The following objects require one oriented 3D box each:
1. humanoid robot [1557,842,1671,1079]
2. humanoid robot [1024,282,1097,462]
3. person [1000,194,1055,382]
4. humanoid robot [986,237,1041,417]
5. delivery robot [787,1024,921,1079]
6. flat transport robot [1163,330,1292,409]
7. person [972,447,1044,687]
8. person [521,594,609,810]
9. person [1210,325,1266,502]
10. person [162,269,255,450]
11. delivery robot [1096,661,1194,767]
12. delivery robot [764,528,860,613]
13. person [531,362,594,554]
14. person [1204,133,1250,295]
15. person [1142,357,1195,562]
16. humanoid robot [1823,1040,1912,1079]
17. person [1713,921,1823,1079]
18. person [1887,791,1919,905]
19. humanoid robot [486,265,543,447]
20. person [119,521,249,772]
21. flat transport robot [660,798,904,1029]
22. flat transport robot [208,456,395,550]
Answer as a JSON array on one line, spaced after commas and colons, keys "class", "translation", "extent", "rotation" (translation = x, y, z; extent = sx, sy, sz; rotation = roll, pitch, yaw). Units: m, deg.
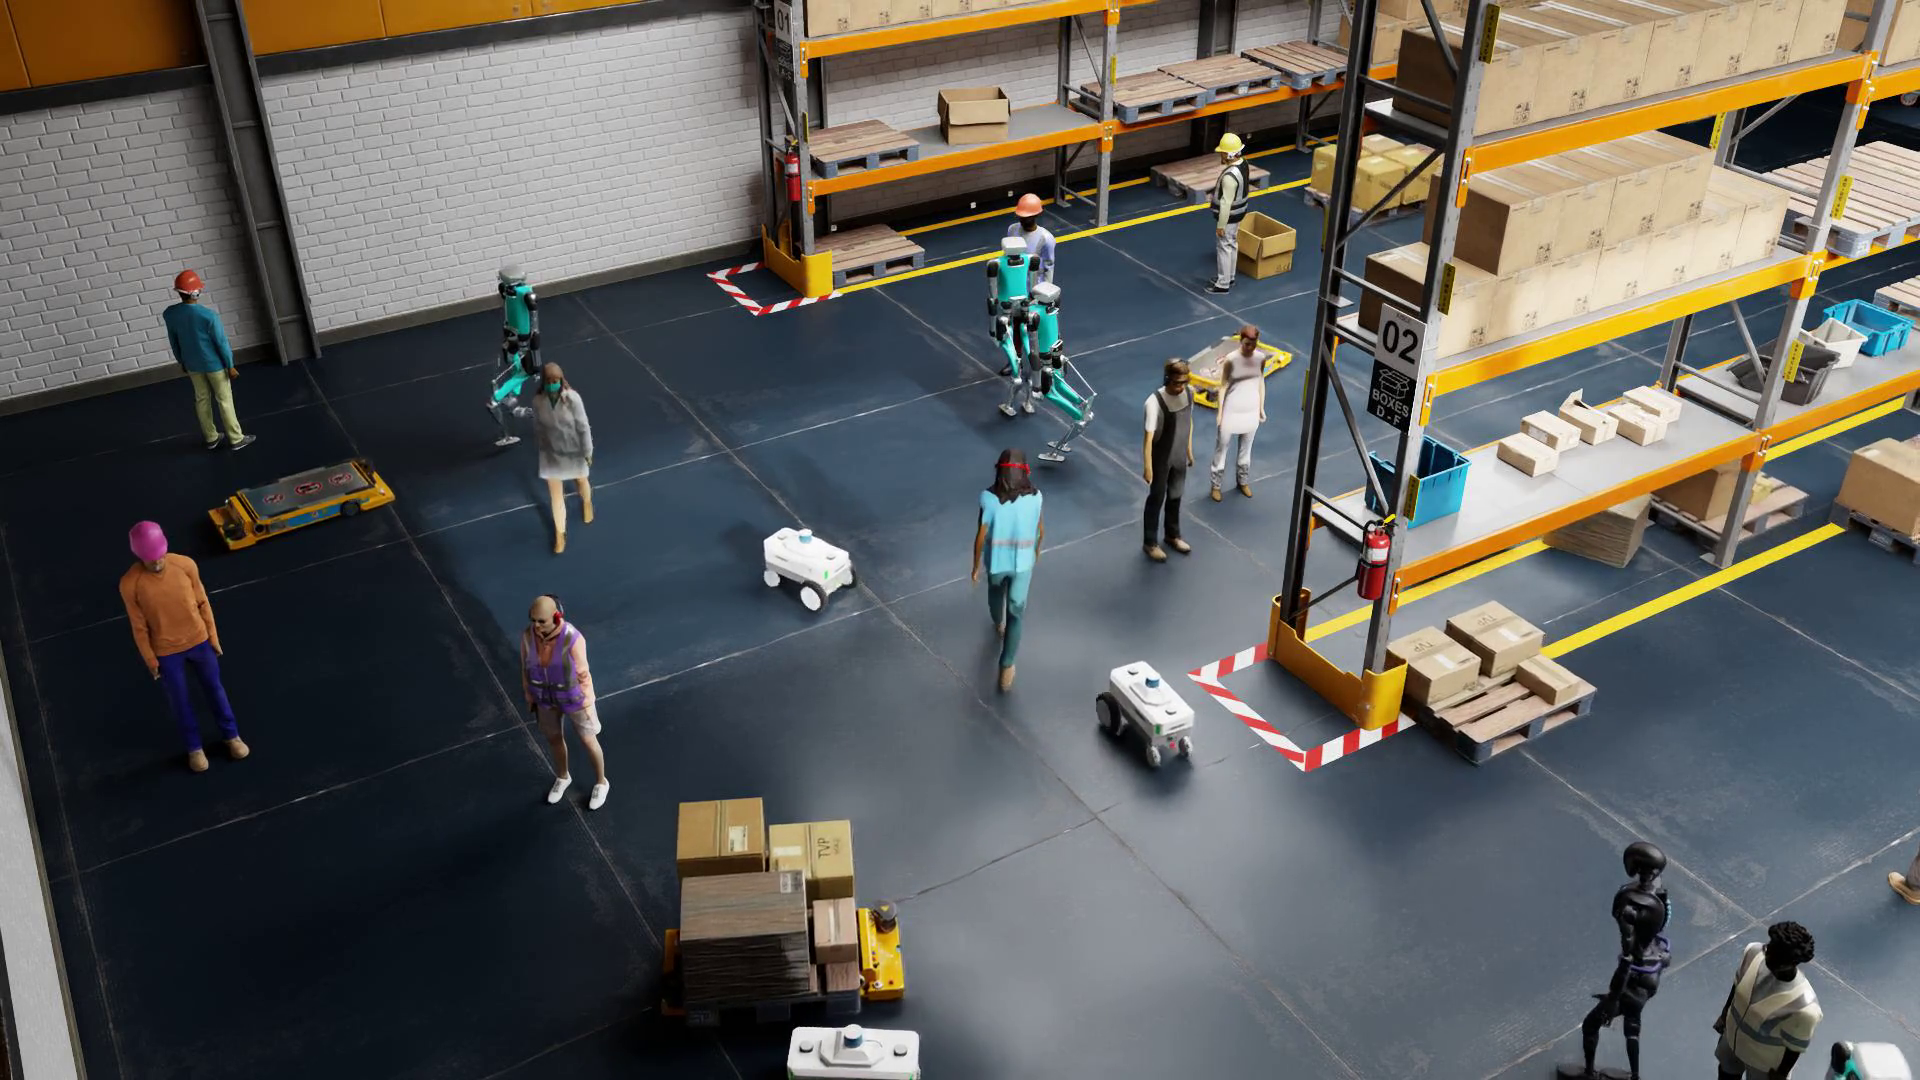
[{"class": "humanoid robot", "translation": [3.660, 2.352, 9.016], "extent": [0.453, 1.630, 0.617], "rotation": [24, 39, 33]}, {"class": "humanoid robot", "translation": [0.950, -1.469, 14.919], "extent": [0.735, 1.676, 0.533], "rotation": [16, 35, 24]}, {"class": "person", "translation": [0.663, -2.506, 16.508], "extent": [0.544, 1.942, 0.348], "rotation": [19, 37, 28]}, {"class": "humanoid robot", "translation": [0.581, -1.968, 15.767], "extent": [0.531, 1.718, 0.725], "rotation": [-10, 34, -16]}, {"class": "delivery robot", "translation": [-0.596, 2.913, 9.168], "extent": [0.789, 0.593, 0.499], "rotation": [1, 32, 2]}, {"class": "flat transport robot", "translation": [2.722, -1.735, 16.850], "extent": [0.659, 0.231, 1.431], "rotation": [23, 39, 32]}, {"class": "person", "translation": [0.368, 0.111, 12.446], "extent": [0.498, 1.817, 1.003], "rotation": [5, 32, 8]}, {"class": "person", "translation": [-2.644, 1.067, 11.050], "extent": [0.486, 1.685, 0.355], "rotation": [6, 33, 10]}, {"class": "person", "translation": [2.455, -1.118, 14.557], "extent": [0.449, 1.657, 0.285], "rotation": [-6, 33, -10]}, {"class": "person", "translation": [-6.939, -1.659, 15.331], "extent": [0.571, 1.748, 0.340], "rotation": [6, 33, 10]}, {"class": "delivery robot", "translation": [1.348, 1.202, 11.916], "extent": [0.499, 0.614, 0.802], "rotation": [-14, 35, -21]}, {"class": "delivery robot", "translation": [-1.221, 0.204, 13.502], "extent": [0.797, 0.608, 0.499], "rotation": [21, 38, 30]}, {"class": "person", "translation": [-3.331, -0.747, 13.995], "extent": [0.501, 1.631, 0.744], "rotation": [-1, 32, -1]}, {"class": "person", "translation": [2.955, -3.595, 18.361], "extent": [0.403, 1.821, 0.596], "rotation": [13, 34, 19]}, {"class": "person", "translation": [1.720, -0.676, 13.692], "extent": [0.506, 1.837, 0.359], "rotation": [-22, 38, -30]}, {"class": "humanoid robot", "translation": [3.866, 3.043, 7.866], "extent": [0.870, 1.783, 0.557], "rotation": [-2, 32, -4]}, {"class": "person", "translation": [4.106, 2.609, 8.583], "extent": [0.319, 1.692, 0.534], "rotation": [-8, 33, -12]}, {"class": "person", "translation": [6.178, 1.509, 10.256], "extent": [0.468, 1.778, 0.323], "rotation": [-2, 32, -4]}, {"class": "humanoid robot", "translation": [-4.159, -1.620, 15.312], "extent": [0.557, 1.740, 1.047], "rotation": [27, 41, 36]}, {"class": "person", "translation": [-5.328, 0.713, 11.351], "extent": [0.511, 1.974, 0.405], "rotation": [-23, 39, -32]}, {"class": "flat transport robot", "translation": [-1.074, 2.525, 10.057], "extent": [1.431, 0.231, 0.659], "rotation": [-3, 32, -5]}, {"class": "flat transport robot", "translation": [-5.786, -0.336, 14.619], "extent": [1.431, 0.231, 0.659], "rotation": [-21, 38, -29]}]
